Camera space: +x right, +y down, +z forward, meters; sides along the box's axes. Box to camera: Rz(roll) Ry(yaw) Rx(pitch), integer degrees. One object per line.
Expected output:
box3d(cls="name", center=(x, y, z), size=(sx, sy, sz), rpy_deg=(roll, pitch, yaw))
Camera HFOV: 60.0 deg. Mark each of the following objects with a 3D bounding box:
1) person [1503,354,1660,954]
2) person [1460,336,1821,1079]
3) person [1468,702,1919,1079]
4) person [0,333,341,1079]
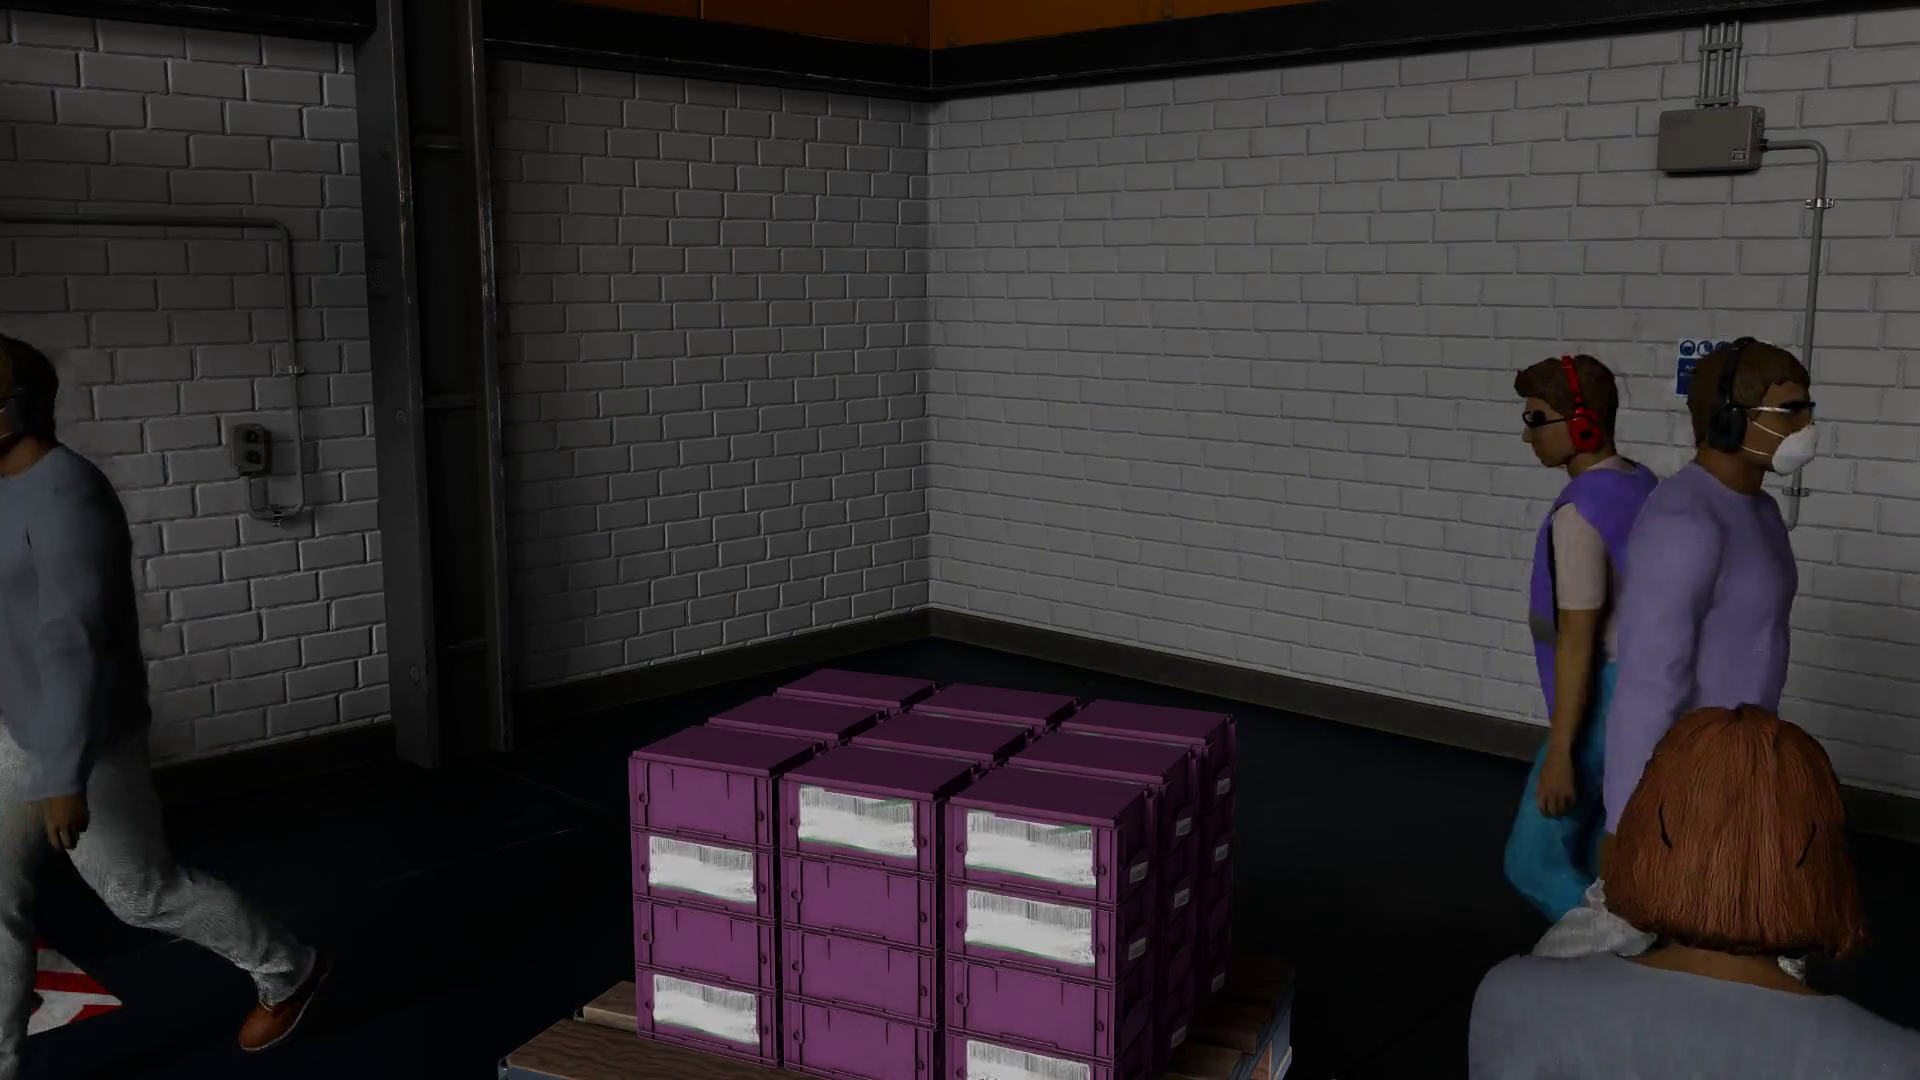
box3d(cls="person", center=(1.589, 0.456, 4.091), size=(0.499, 1.818, 0.659), rpy_deg=(6, 11, 35))
box3d(cls="person", center=(1.577, 0.512, 3.552), size=(1.048, 1.889, 0.643), rpy_deg=(6, 11, 34))
box3d(cls="person", center=(0.724, 0.963, 1.701), size=(0.506, 1.591, 0.856), rpy_deg=(5, 11, 29))
box3d(cls="person", center=(-2.028, 0.452, 3.938), size=(0.636, 1.897, 1.002), rpy_deg=(9, 13, 44))
